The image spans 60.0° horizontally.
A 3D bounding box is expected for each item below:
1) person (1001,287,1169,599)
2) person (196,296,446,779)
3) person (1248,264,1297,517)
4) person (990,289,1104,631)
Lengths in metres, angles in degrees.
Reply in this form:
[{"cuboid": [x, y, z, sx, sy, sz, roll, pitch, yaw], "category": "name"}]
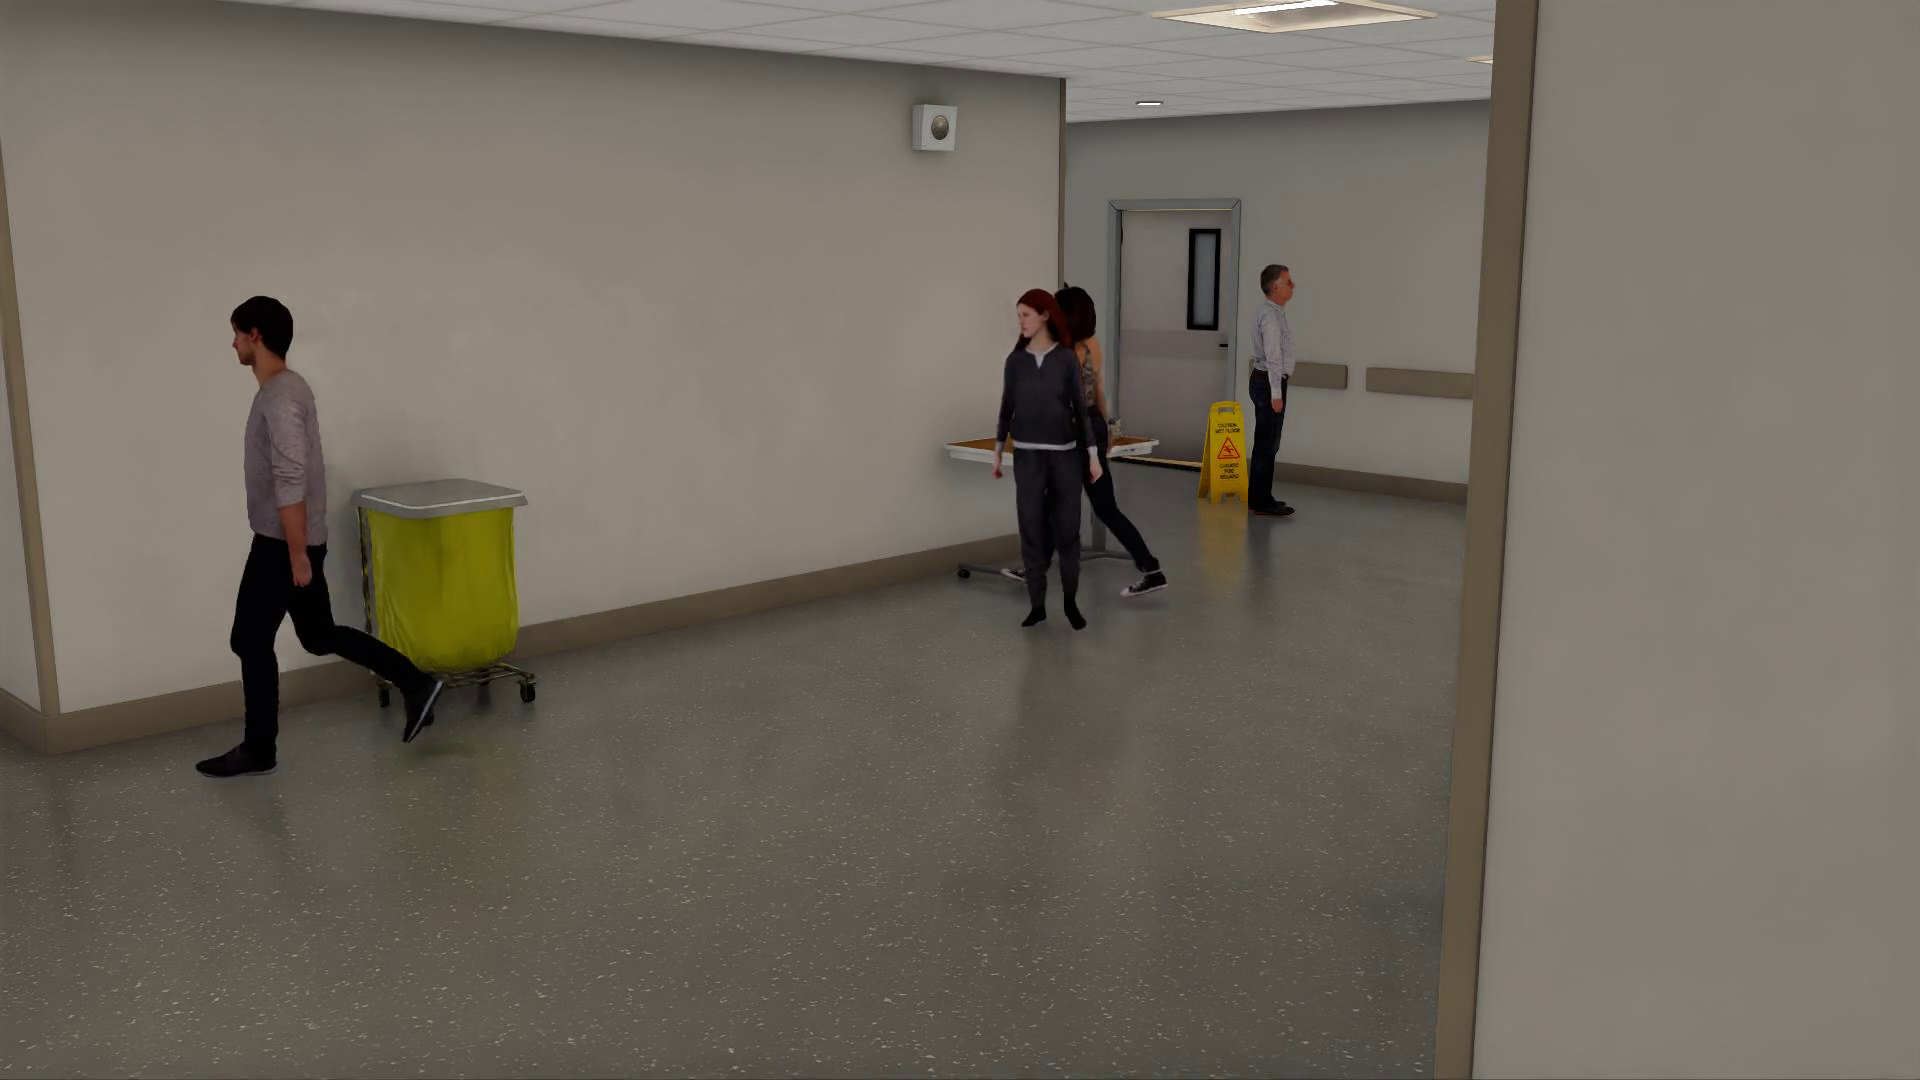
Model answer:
[{"cuboid": [0.779, -0.500, 9.243, 1.286, 1.720, 1.036, 3, 11, 14], "category": "person"}, {"cuboid": [-2.456, 0.005, 6.355, 1.045, 1.806, 1.182, -4, 11, -19], "category": "person"}, {"cuboid": [2.268, -1.106, 12.172, 0.783, 1.820, 0.734, 1, 11, 3], "category": "person"}, {"cuboid": [0.424, -0.386, 8.672, 0.693, 1.711, 0.856, 3, 11, 18], "category": "person"}]
